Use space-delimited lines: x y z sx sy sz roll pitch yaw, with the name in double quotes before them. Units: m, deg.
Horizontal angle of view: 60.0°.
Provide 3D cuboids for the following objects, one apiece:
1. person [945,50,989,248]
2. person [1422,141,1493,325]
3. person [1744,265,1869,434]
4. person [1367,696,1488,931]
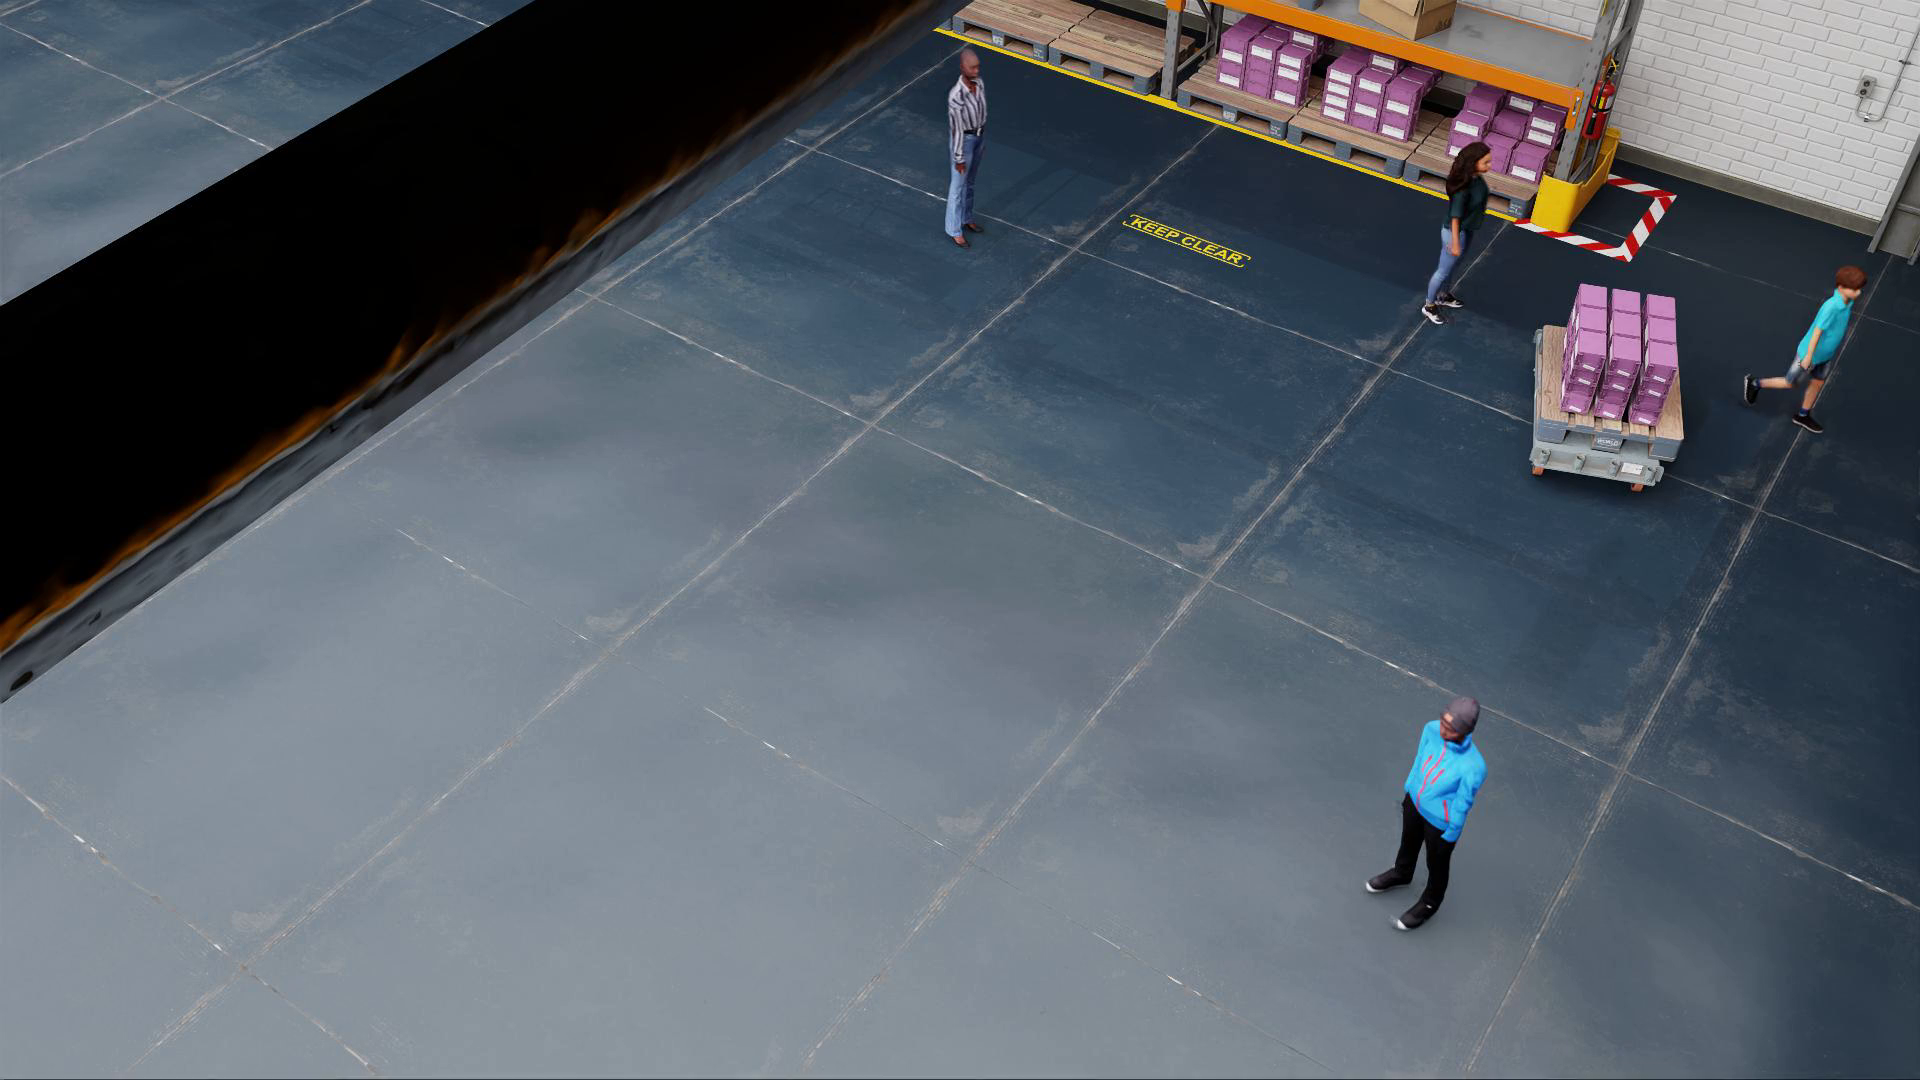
"person" 0.056 -3.404 14.397 0.580 1.793 0.658 20 47 20
"person" 4.094 -2.560 13.639 0.586 1.617 0.600 19 47 19
"person" 6.464 -1.500 12.658 0.698 1.435 0.950 -28 50 -26
"person" 2.664 1.486 9.261 0.740 1.799 0.630 -19 47 -19
